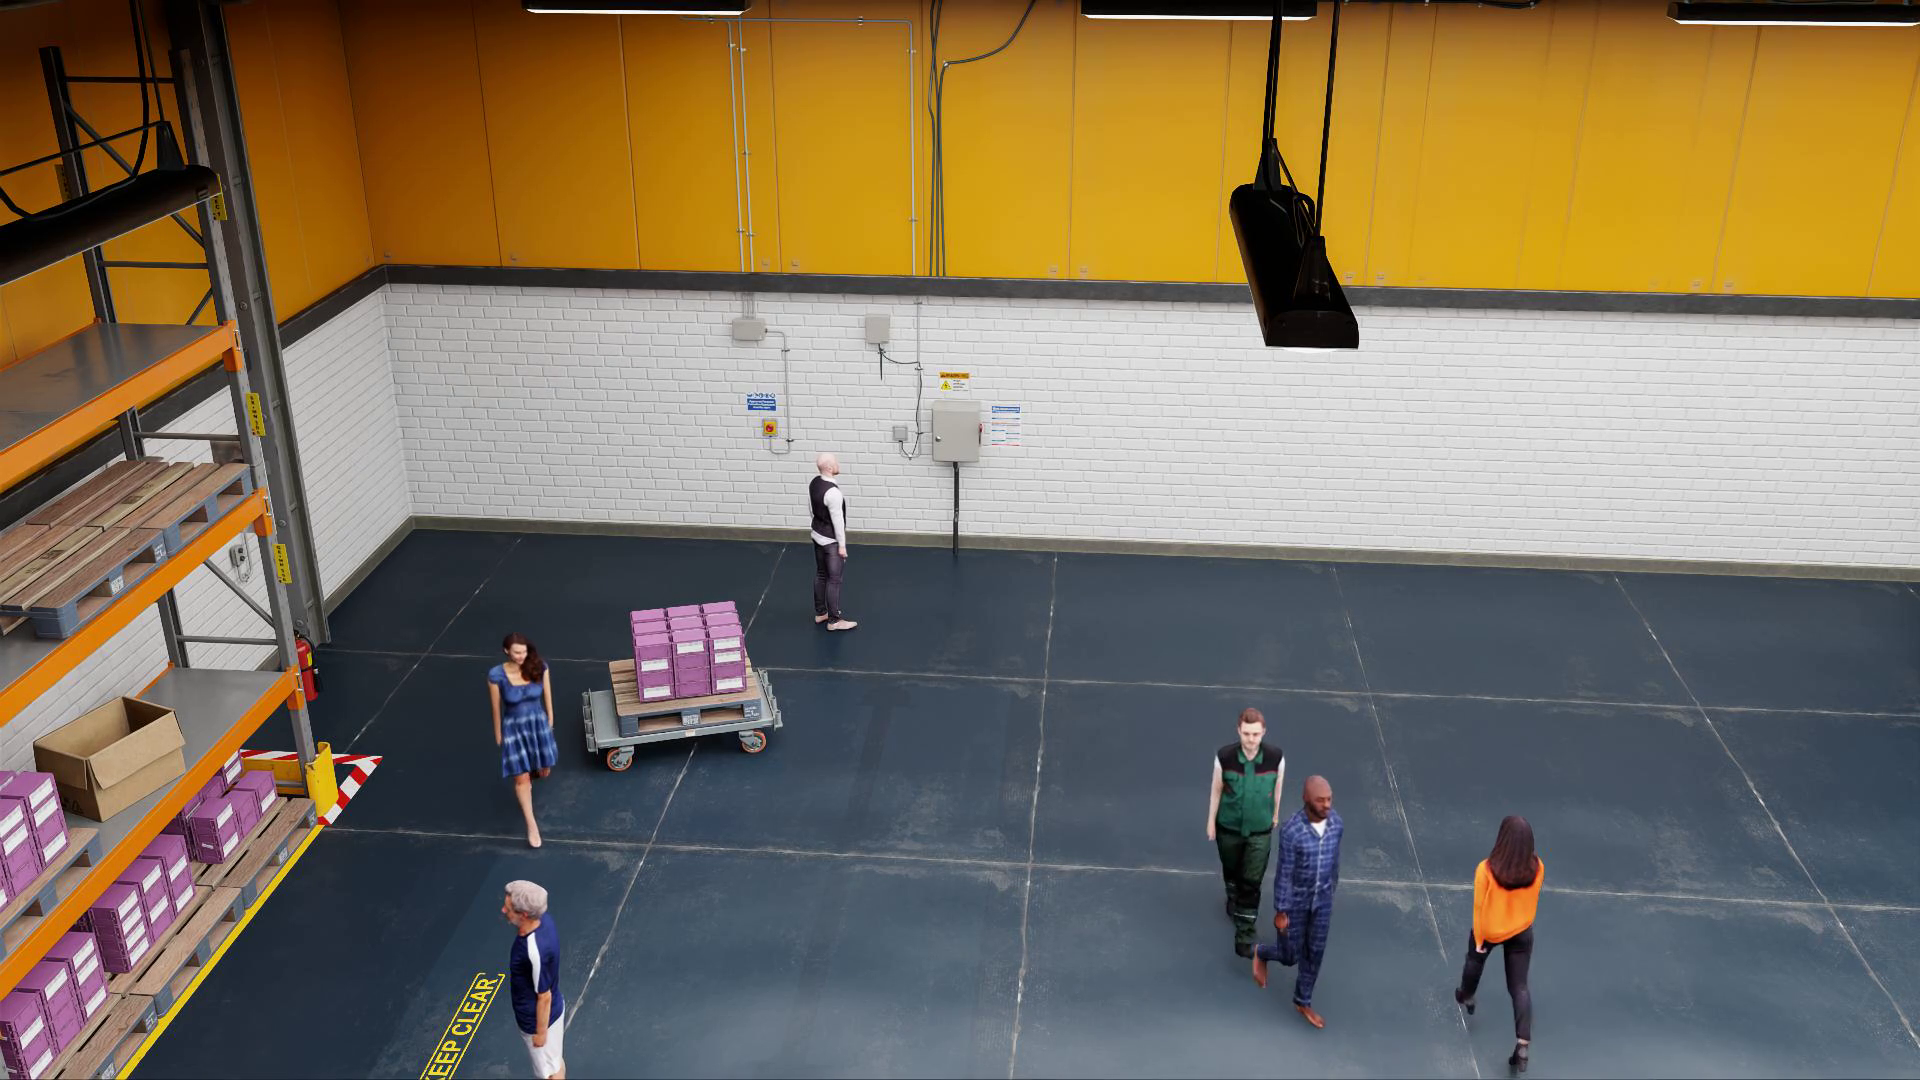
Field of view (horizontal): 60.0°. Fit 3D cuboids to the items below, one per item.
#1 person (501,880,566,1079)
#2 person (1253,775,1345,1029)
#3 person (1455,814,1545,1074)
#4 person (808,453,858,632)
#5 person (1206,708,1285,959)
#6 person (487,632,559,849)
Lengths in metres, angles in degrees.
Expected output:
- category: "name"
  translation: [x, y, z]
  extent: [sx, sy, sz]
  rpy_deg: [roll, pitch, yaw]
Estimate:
- category: "person"
  translation: [-2.501, 2.800, 9.902]
  extent: [0.771, 1.839, 0.627]
  rpy_deg: [-7, 25, -15]
- category: "person"
  translation: [2.229, 2.329, 11.019]
  extent: [0.907, 1.806, 1.034]
  rpy_deg: [-10, 26, -22]
- category: "person"
  translation: [3.511, 2.567, 10.599]
  extent: [0.729, 1.706, 1.174]
  rpy_deg: [-2, 24, -4]
- category: "person"
  translation: [-1.282, 0.004, 16.317]
  extent: [0.839, 1.823, 0.749]
  rpy_deg: [-15, 28, -31]
- category: "person"
  translation: [2.014, 1.991, 11.815]
  extent: [0.698, 1.789, 1.137]
  rpy_deg: [3, 24, 8]
- category: "person"
  translation: [-3.399, 1.498, 12.941]
  extent: [0.908, 1.789, 1.035]
  rpy_deg: [-11, 26, -24]
